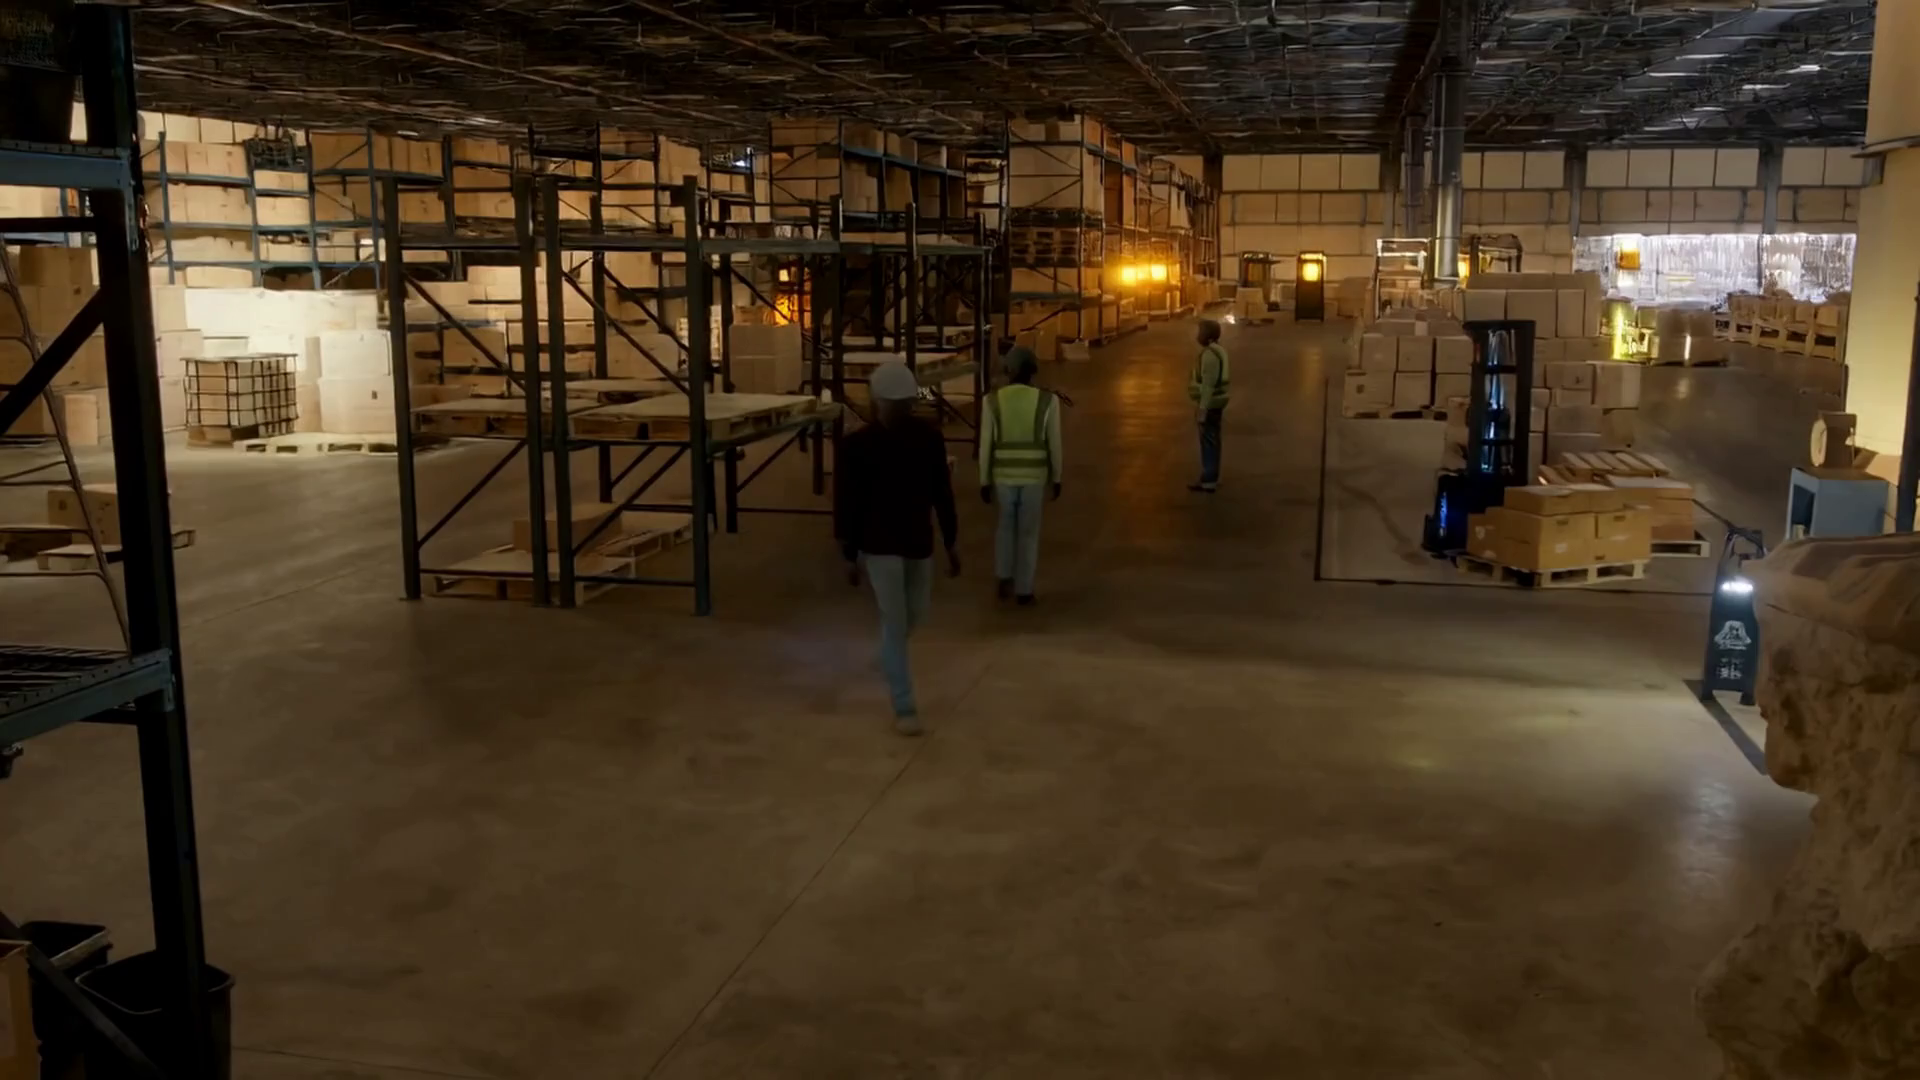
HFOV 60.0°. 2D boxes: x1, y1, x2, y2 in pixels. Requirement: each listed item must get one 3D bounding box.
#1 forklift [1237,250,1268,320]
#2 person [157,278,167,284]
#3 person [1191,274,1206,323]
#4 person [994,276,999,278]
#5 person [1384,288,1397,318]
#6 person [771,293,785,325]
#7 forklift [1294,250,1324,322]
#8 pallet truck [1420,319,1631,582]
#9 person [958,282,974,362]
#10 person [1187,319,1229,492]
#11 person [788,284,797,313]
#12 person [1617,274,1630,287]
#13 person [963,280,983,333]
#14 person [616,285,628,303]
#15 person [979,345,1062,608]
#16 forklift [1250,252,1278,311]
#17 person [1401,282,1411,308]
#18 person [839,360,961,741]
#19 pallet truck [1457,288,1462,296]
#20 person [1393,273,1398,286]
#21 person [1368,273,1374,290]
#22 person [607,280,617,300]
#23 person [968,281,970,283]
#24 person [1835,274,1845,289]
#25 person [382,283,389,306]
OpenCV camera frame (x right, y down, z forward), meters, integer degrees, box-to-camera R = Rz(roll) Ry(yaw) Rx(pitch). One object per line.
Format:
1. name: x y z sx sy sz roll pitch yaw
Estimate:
1. forklift: 11.438 -9.902 64.844 1.129 2.768 1.873 2 10 12
2. person: -22.006 -6.249 45.953 0.691 1.949 0.636 4 10 20
3. person: 9.232 -9.370 64.565 0.643 1.910 0.411 -6 12 -34
4. person: 2.066 -13.968 92.083 0.599 1.819 0.418 0 10 0
5. person: 12.403 -6.482 48.170 0.533 1.662 0.637 -6 11 -33
6. person: -4.248 -4.917 38.838 0.317 1.690 0.540 0 10 1
7. forklift: 13.778 -10.002 65.433 1.129 2.768 1.873 2 10 12
8. pallet truck: 4.543 -0.757 13.299 0.823 1.965 1.885 -4 10 -22
9. person: 0.231 -5.307 40.490 0.549 1.920 0.655 0 10 -3
10. person: 2.638 -1.432 17.750 0.429 1.846 0.628 3 10 19
11. person: -7.127 -10.499 71.760 0.546 1.719 0.898 2 10 9
12. person: 28.837 -10.645 72.326 0.563 1.837 0.389 -1 10 -9
13. person: 0.389 -6.663 48.618 0.651 1.884 0.711 3 10 17
14. person: -9.173 -5.967 44.387 0.651 1.918 0.748 -2 10 -13
15. person: 0.443 -0.451 11.879 0.574 1.872 0.484 2 10 12
16. forklift: 14.132 -12.234 78.648 1.129 2.768 1.873 -4 11 -24
17. person: 17.111 -9.154 64.044 0.863 1.655 0.540 -8 12 -39
18. person: -0.358 0.010 8.886 0.615 1.965 0.945 -5 11 -27
19. pallet truck: 20.506 -9.785 68.819 0.653 1.274 1.630 2 10 12
20. person: 23.072 -13.278 88.232 0.485 1.735 0.346 -7 12 -36
21. person: 16.945 -9.989 68.197 0.610 1.921 0.663 9 13 44
22. person: -8.955 -5.705 42.724 0.413 1.951 0.607 2 10 10
23. person: 0.315 -9.147 64.056 0.380 1.616 0.512 1 10 5
24. person: 39.359 -10.981 74.361 0.403 1.823 0.588 8 13 40
25. person: -13.237 -5.012 38.735 0.383 1.916 0.591 -1 10 -7
